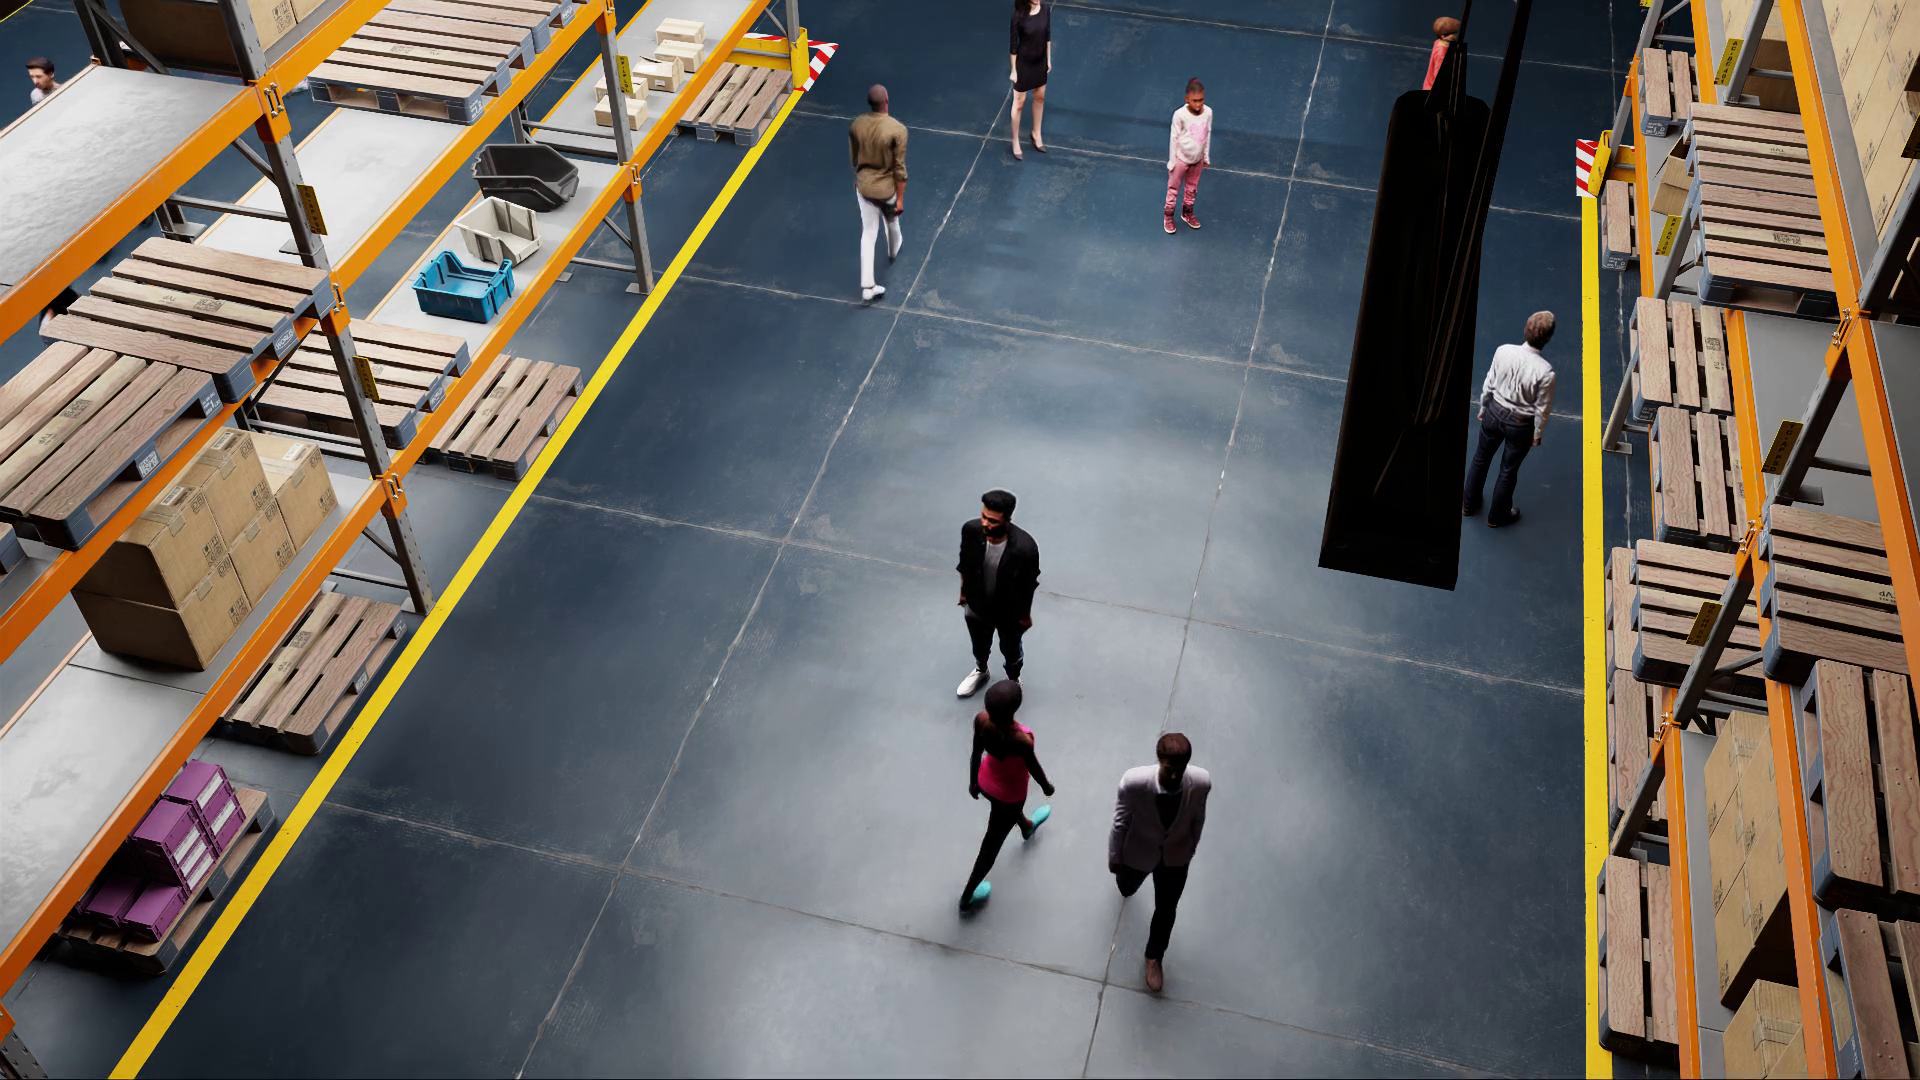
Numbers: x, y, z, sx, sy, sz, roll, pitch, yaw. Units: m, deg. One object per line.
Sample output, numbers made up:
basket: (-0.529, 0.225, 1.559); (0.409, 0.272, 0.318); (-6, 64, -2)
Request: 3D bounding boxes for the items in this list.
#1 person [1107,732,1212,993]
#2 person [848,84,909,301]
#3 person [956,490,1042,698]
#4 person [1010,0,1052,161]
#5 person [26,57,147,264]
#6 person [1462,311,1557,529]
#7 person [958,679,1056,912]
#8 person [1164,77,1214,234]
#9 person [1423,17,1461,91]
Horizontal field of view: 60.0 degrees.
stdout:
person: (1.070, 1.636, 9.207); (0.852, 1.832, 1.153); (0, 44, 0)
person: (-0.695, -2.854, 13.972); (0.738, 1.759, 1.186); (14, 45, 15)
person: (0.243, 0.358, 10.563); (0.755, 1.812, 0.689); (22, 48, 21)
person: (0.656, -4.436, 15.602); (0.627, 1.802, 0.692); (-23, 48, -22)
person: (-7.581, -3.359, 14.436); (0.744, 1.850, 0.993); (6, 44, 6)
person: (3.925, -0.870, 11.846); (0.740, 1.819, 0.733); (34, 53, 30)
person: (0.187, 1.493, 9.473); (1.160, 1.671, 0.941); (-33, 53, -30)
person: (2.034, -3.441, 14.816); (0.627, 1.445, 0.648); (-13, 45, -13)
person: (4.471, -4.273, 15.710); (0.596, 1.416, 0.450); (7, 44, 7)
